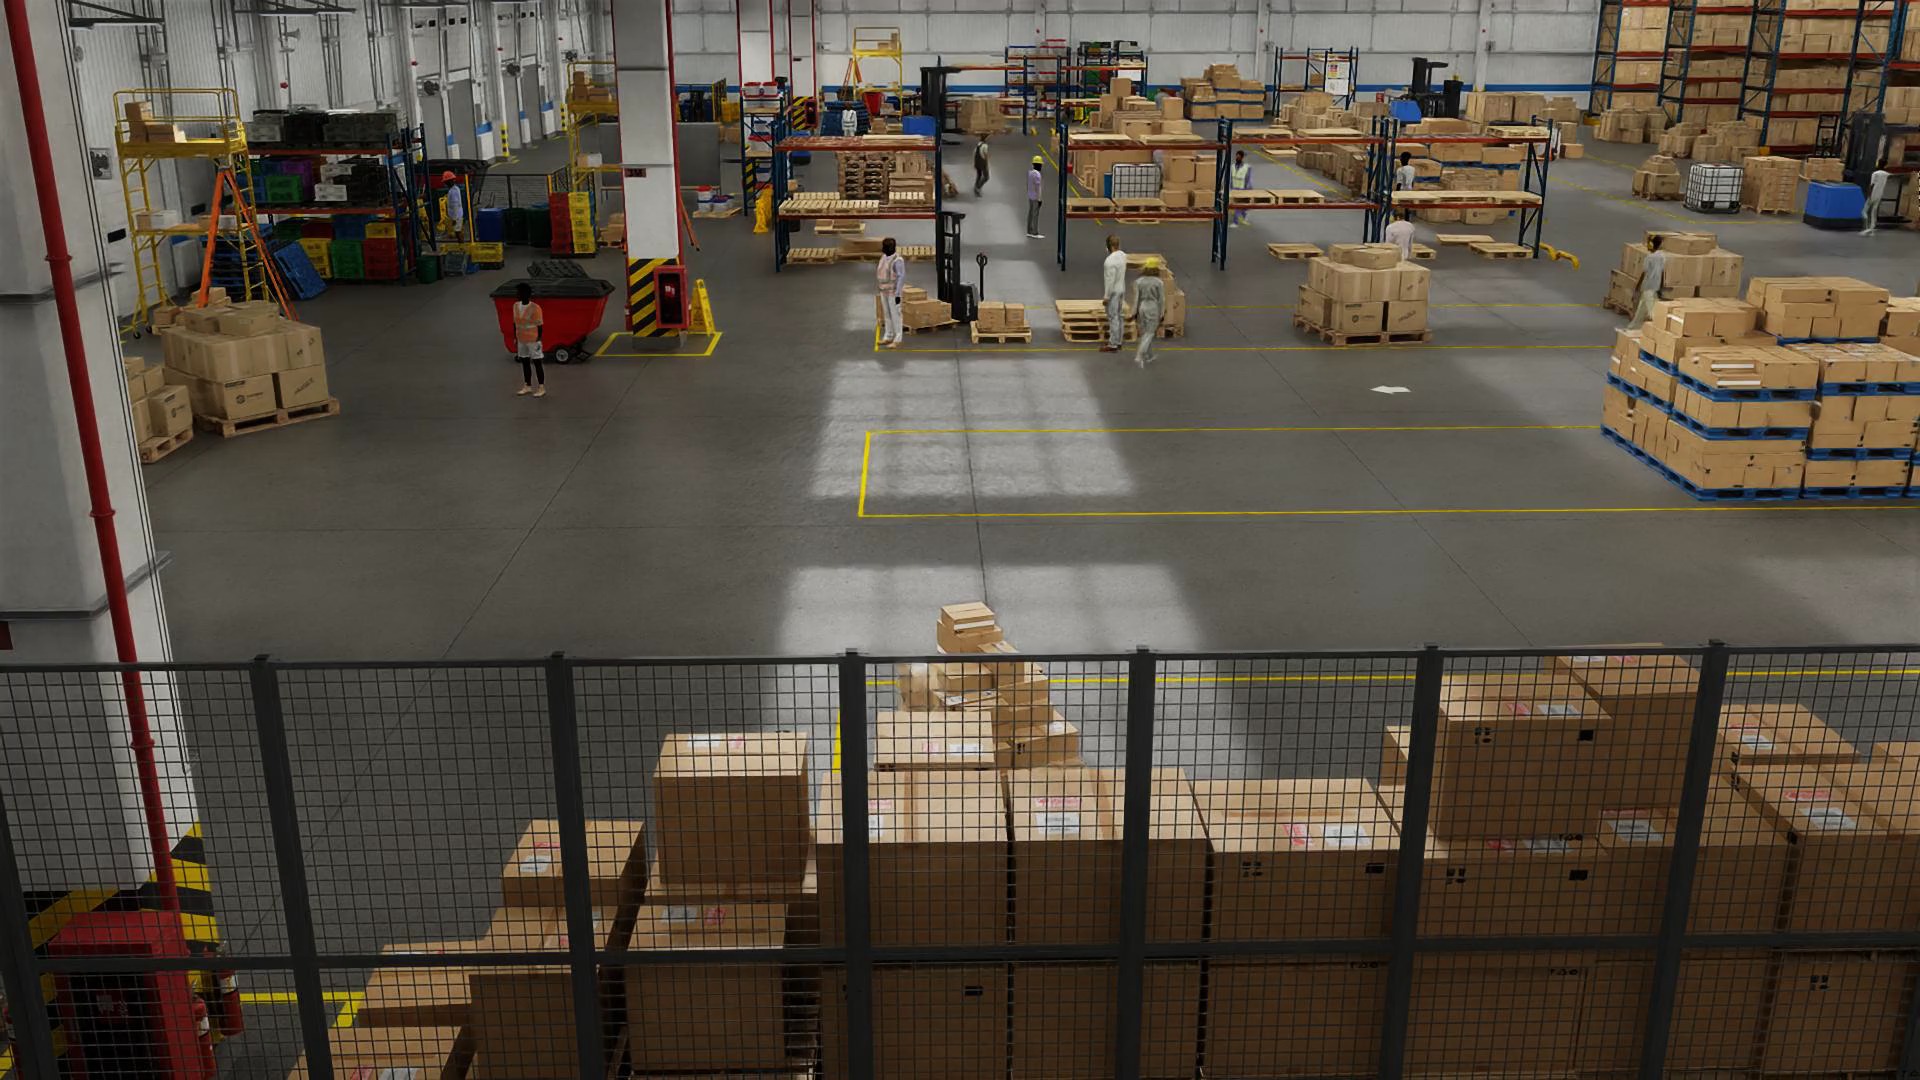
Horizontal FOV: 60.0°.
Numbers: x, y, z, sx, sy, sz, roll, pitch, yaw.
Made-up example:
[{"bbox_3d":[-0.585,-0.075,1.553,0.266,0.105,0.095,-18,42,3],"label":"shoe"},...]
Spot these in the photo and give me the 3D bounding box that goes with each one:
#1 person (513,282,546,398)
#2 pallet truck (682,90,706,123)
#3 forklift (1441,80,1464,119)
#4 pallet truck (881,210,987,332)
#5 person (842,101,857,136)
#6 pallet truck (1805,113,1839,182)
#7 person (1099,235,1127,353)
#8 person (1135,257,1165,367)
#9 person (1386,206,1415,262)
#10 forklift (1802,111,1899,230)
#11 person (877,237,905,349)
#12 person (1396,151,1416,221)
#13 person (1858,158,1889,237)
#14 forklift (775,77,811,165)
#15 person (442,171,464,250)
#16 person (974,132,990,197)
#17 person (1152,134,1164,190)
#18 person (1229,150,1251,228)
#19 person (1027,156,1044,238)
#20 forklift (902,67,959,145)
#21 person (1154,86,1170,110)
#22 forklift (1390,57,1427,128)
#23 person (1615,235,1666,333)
[{"bbox_3d":[-6.336,-2.936,24.400,0.540,1.698,0.317,10,21,27],"label":"person"},{"bbox_3d":[-9.671,-15.907,62.421,0.823,1.965,1.885,5,19,15],"label":"pallet truck"},{"bbox_3d":[15.644,-13.239,53.146,1.873,2.768,1.129,-1,19,-1],"label":"forklift"},{"bbox_3d":[-0.493,-4.759,29.349,1.885,1.965,0.823,-13,23,-34],"label":"pallet truck"},{"bbox_3d":[-3.850,-14.256,57.701,0.572,1.883,0.355,10,21,28],"label":"person"},{"bbox_3d":[26.403,-11.957,50.702,0.823,1.965,1.885,6,19,16],"label":"pallet truck"},{"bbox_3d":[2.518,-4.044,27.328,0.370,1.934,0.627,9,21,25],"label":"person"},{"bbox_3d":[2.984,-3.626,26.431,0.492,1.718,0.801,13,22,33],"label":"person"},{"bbox_3d":[8.082,-5.197,30.742,0.634,1.936,0.355,-9,21,-25],"label":"person"},{"bbox_3d":[22.028,-9.075,40.792,1.873,2.768,1.129,-1,19,-2],"label":"forklift"},{"bbox_3d":[-1.157,-4.115,27.678,0.430,1.844,0.624,-11,21,-29],"label":"person"},{"bbox_3d":[10.677,-8.359,40.078,0.609,1.965,0.364,-15,24,-37],"label":"person"},{"bbox_3d":[21.885,-8.190,39.768,0.507,1.841,0.439,-4,19,-12],"label":"person"},{"bbox_3d":[-5.920,-13.893,55.085,1.873,2.768,1.129,-1,19,-1],"label":"forklift"},{"bbox_3d":[-11.053,-7.086,36.354,0.372,1.933,0.542,-4,19,-11],"label":"person"},{"bbox_3d":[0.605,-10.568,46.862,0.455,1.817,0.610,-16,24,-39],"label":"person"},{"bbox_3d":[5.437,-10.084,45.286,0.602,1.919,0.548,-1,19,-2],"label":"person"},{"bbox_3d":[6.975,-8.739,41.328,0.822,1.896,0.597,-17,25,-41],"label":"person"},{"bbox_3d":[1.800,-8.148,39.515,0.373,1.923,0.593,-8,20,-22],"label":"person"},{"bbox_3d":[-1.117,-15.934,61.139,1.873,2.768,1.129,-10,21,-28],"label":"forklift"},{"bbox_3d":[7.975,-16.943,65.647,0.644,1.909,0.897,0,19,0],"label":"person"},{"bbox_3d":[18.896,-18.497,68.744,1.873,2.768,1.129,-1,19,-1],"label":"forklift"},{"bbox_3d":[11.565,-4.232,28.057,0.551,1.817,0.961,-14,23,-35],"label":"person"}]
